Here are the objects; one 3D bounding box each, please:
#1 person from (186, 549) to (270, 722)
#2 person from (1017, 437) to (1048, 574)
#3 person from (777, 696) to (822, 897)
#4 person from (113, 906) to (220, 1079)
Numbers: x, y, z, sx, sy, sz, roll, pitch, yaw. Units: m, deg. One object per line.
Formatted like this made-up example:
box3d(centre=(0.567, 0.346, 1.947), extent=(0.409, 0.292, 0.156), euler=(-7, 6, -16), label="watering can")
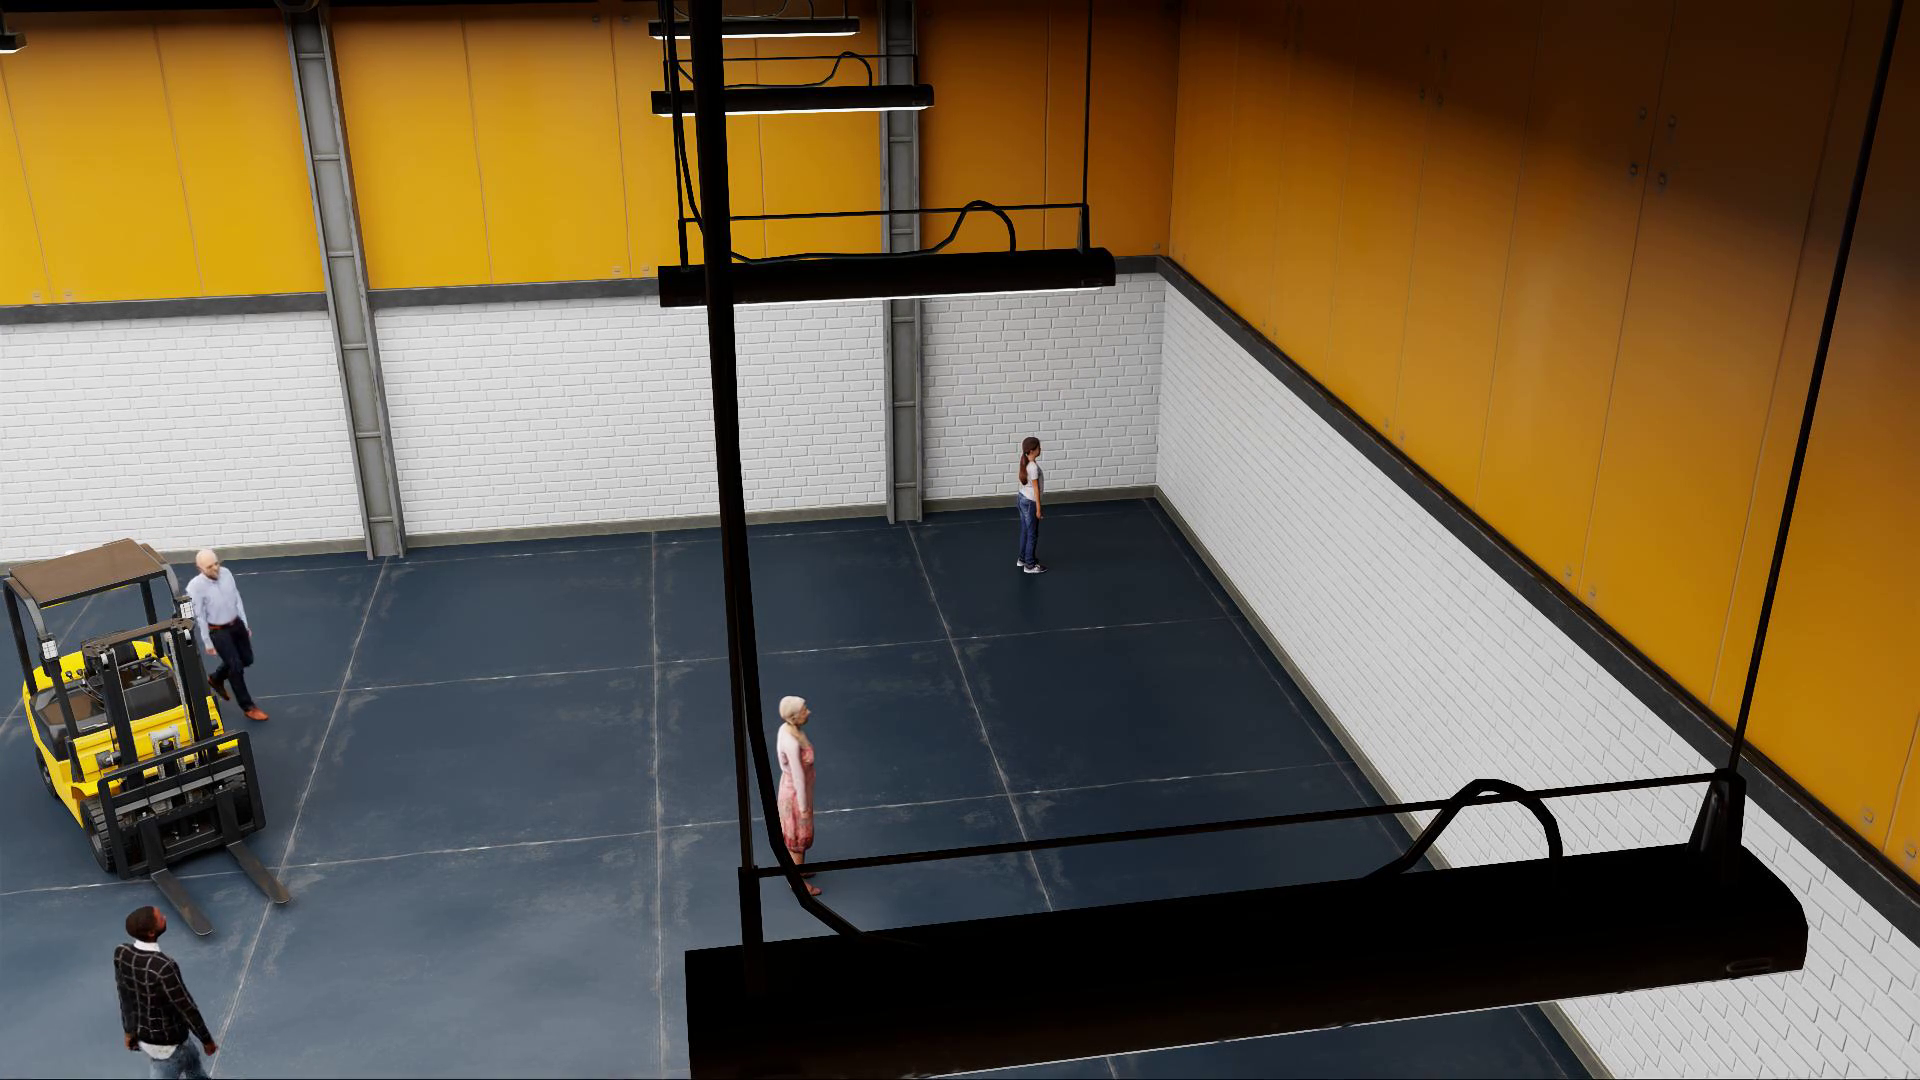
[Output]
box3d(centre=(-6.821, 0.859, 15.300), extent=(1.081, 1.762, 0.959), euler=(8, 25, 18), label="person")
box3d(centre=(0.781, -0.413, 18.460), extent=(0.562, 1.563, 0.562), euler=(-8, 25, -18), label="person")
box3d(centre=(-1.273, 1.964, 12.860), extent=(0.568, 1.692, 0.593), euler=(-6, 24, -13), label="person")
box3d(centre=(-4.954, 3.100, 10.164), extent=(1.236, 1.770, 1.244), euler=(14, 27, 28), label="person")
